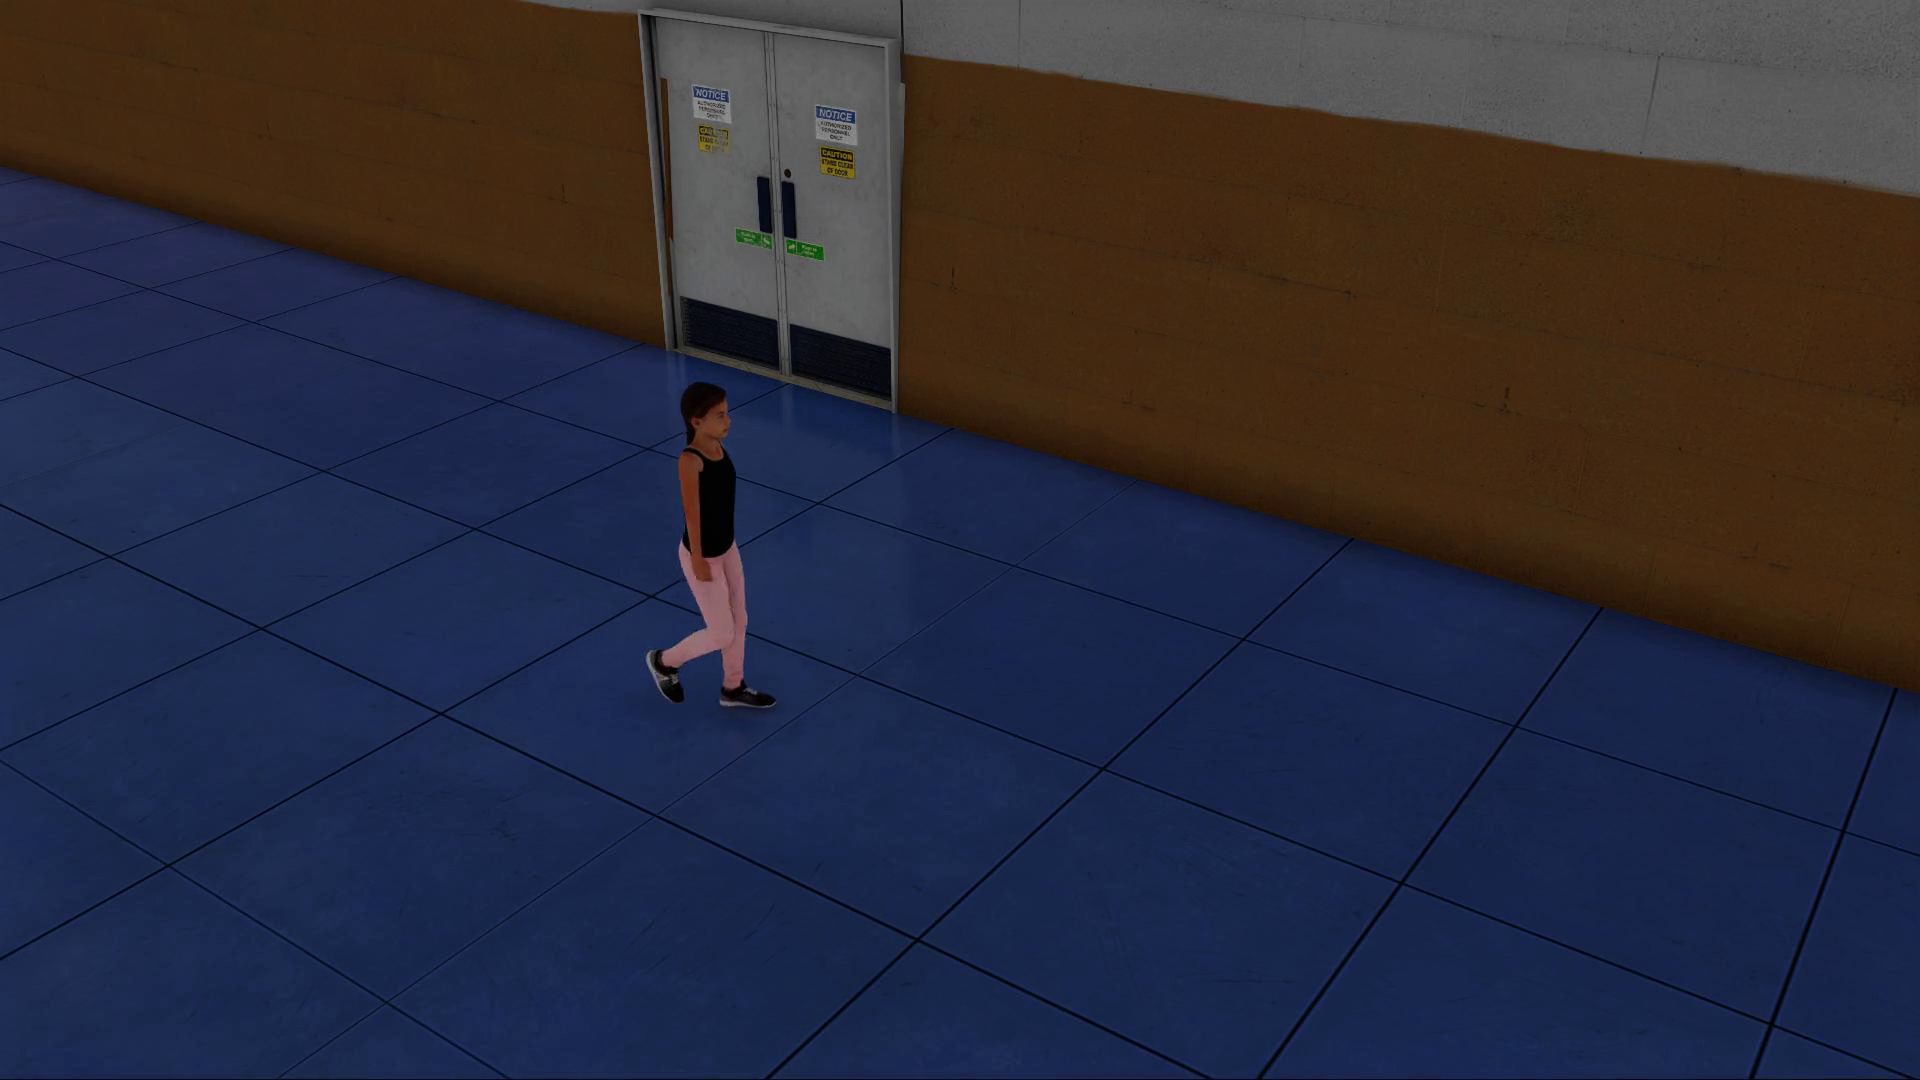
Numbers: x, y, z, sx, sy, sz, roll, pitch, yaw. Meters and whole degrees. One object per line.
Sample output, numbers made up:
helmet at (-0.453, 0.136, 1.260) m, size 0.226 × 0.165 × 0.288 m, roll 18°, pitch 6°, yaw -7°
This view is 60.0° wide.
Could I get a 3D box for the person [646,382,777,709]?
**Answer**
person at (-1.132, 0.056, 7.178) m, size 0.715 × 1.555 × 0.787 m, roll 8°, pitch 28°, yaw 16°
